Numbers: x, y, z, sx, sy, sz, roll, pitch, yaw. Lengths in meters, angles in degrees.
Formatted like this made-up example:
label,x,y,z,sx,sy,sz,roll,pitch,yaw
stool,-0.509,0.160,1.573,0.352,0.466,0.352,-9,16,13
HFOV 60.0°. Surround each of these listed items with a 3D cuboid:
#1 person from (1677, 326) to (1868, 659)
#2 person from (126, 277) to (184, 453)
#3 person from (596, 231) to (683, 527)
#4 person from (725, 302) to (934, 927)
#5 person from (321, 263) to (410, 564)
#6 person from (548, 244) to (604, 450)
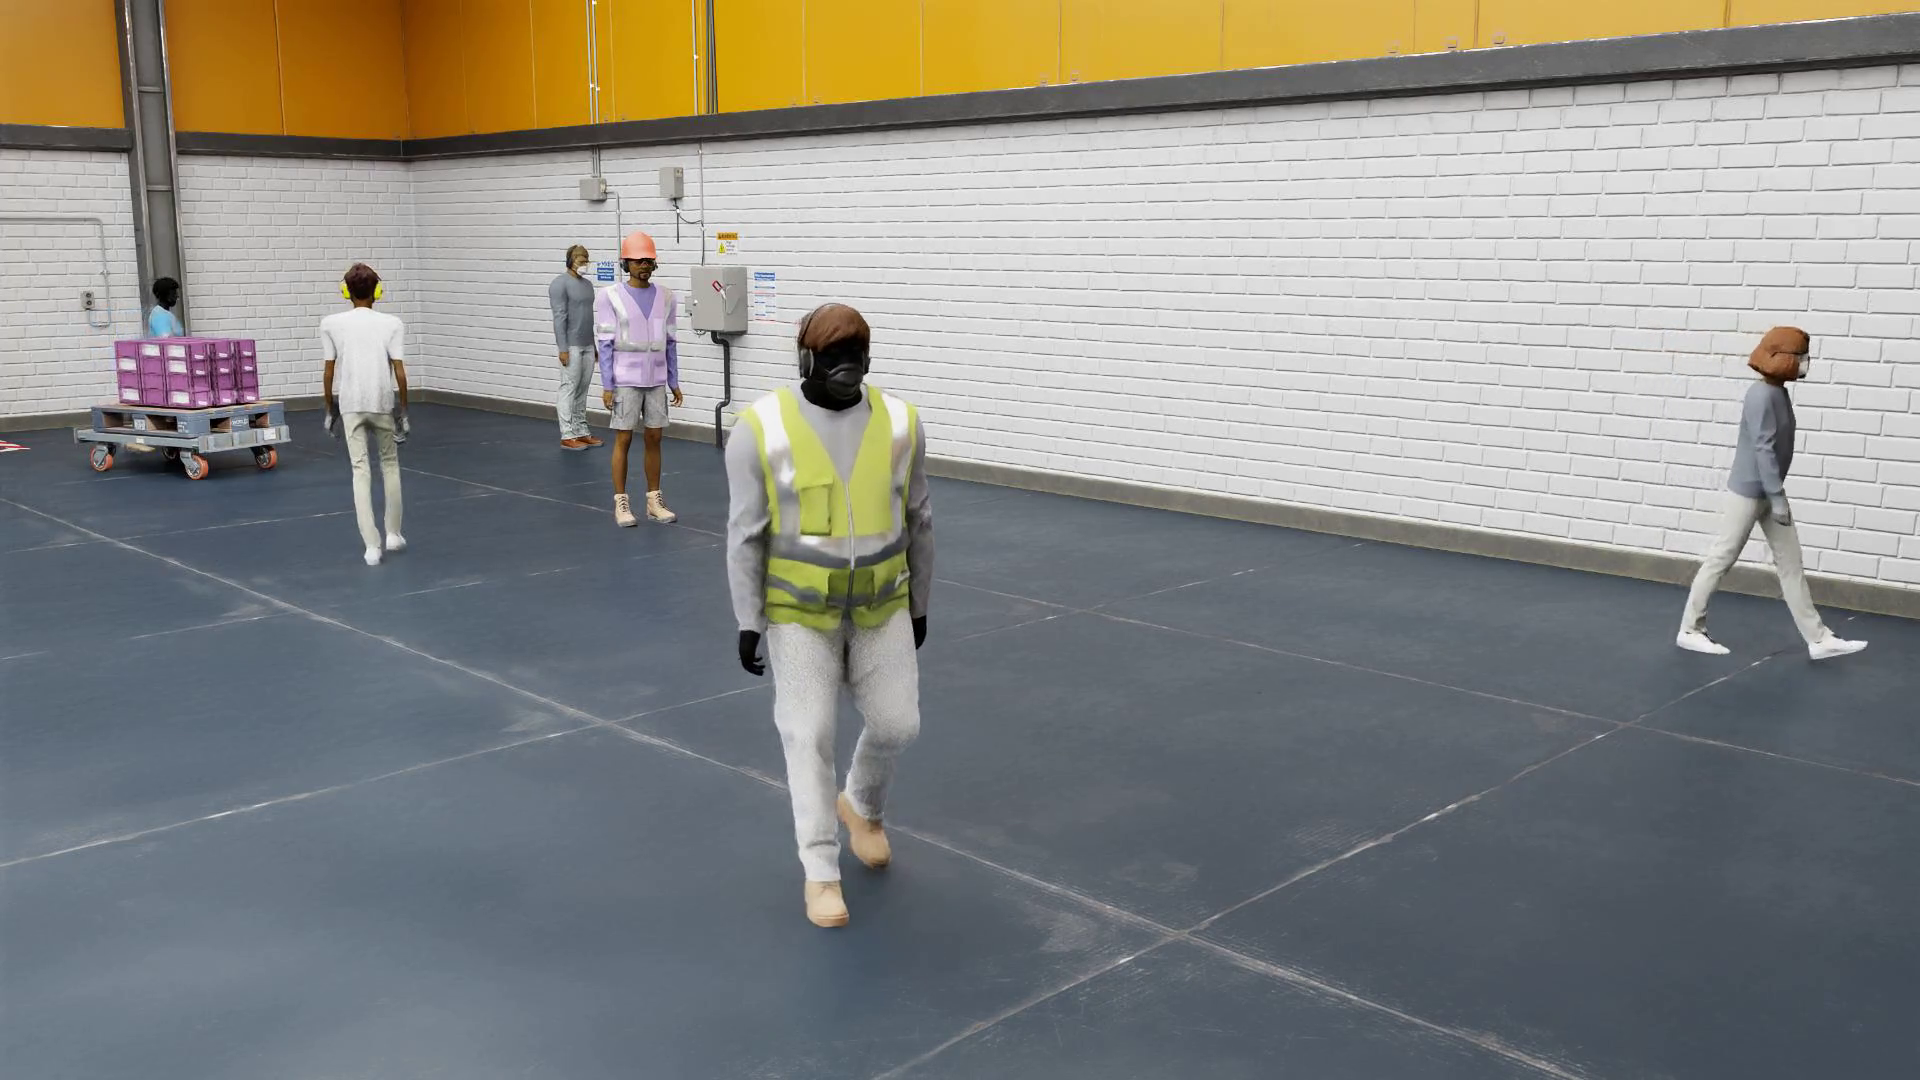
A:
label,x,y,z,sx,sy,sz,roll,pitch,yaw
person,3.859,-0.202,7.860,0.851,1.590,0.500,9,14,41
person,-7.390,-1.620,15.465,0.842,1.640,0.544,-2,11,-13
person,-2.223,-1.117,11.624,0.605,2.045,0.381,-7,13,-35
person,-0.378,0.209,4.994,0.660,1.832,0.525,-4,11,-19
person,-3.734,-0.802,10.450,0.524,1.841,0.782,-3,11,-18
person,-3.639,-1.828,15.810,0.371,1.933,0.627,3,11,18
